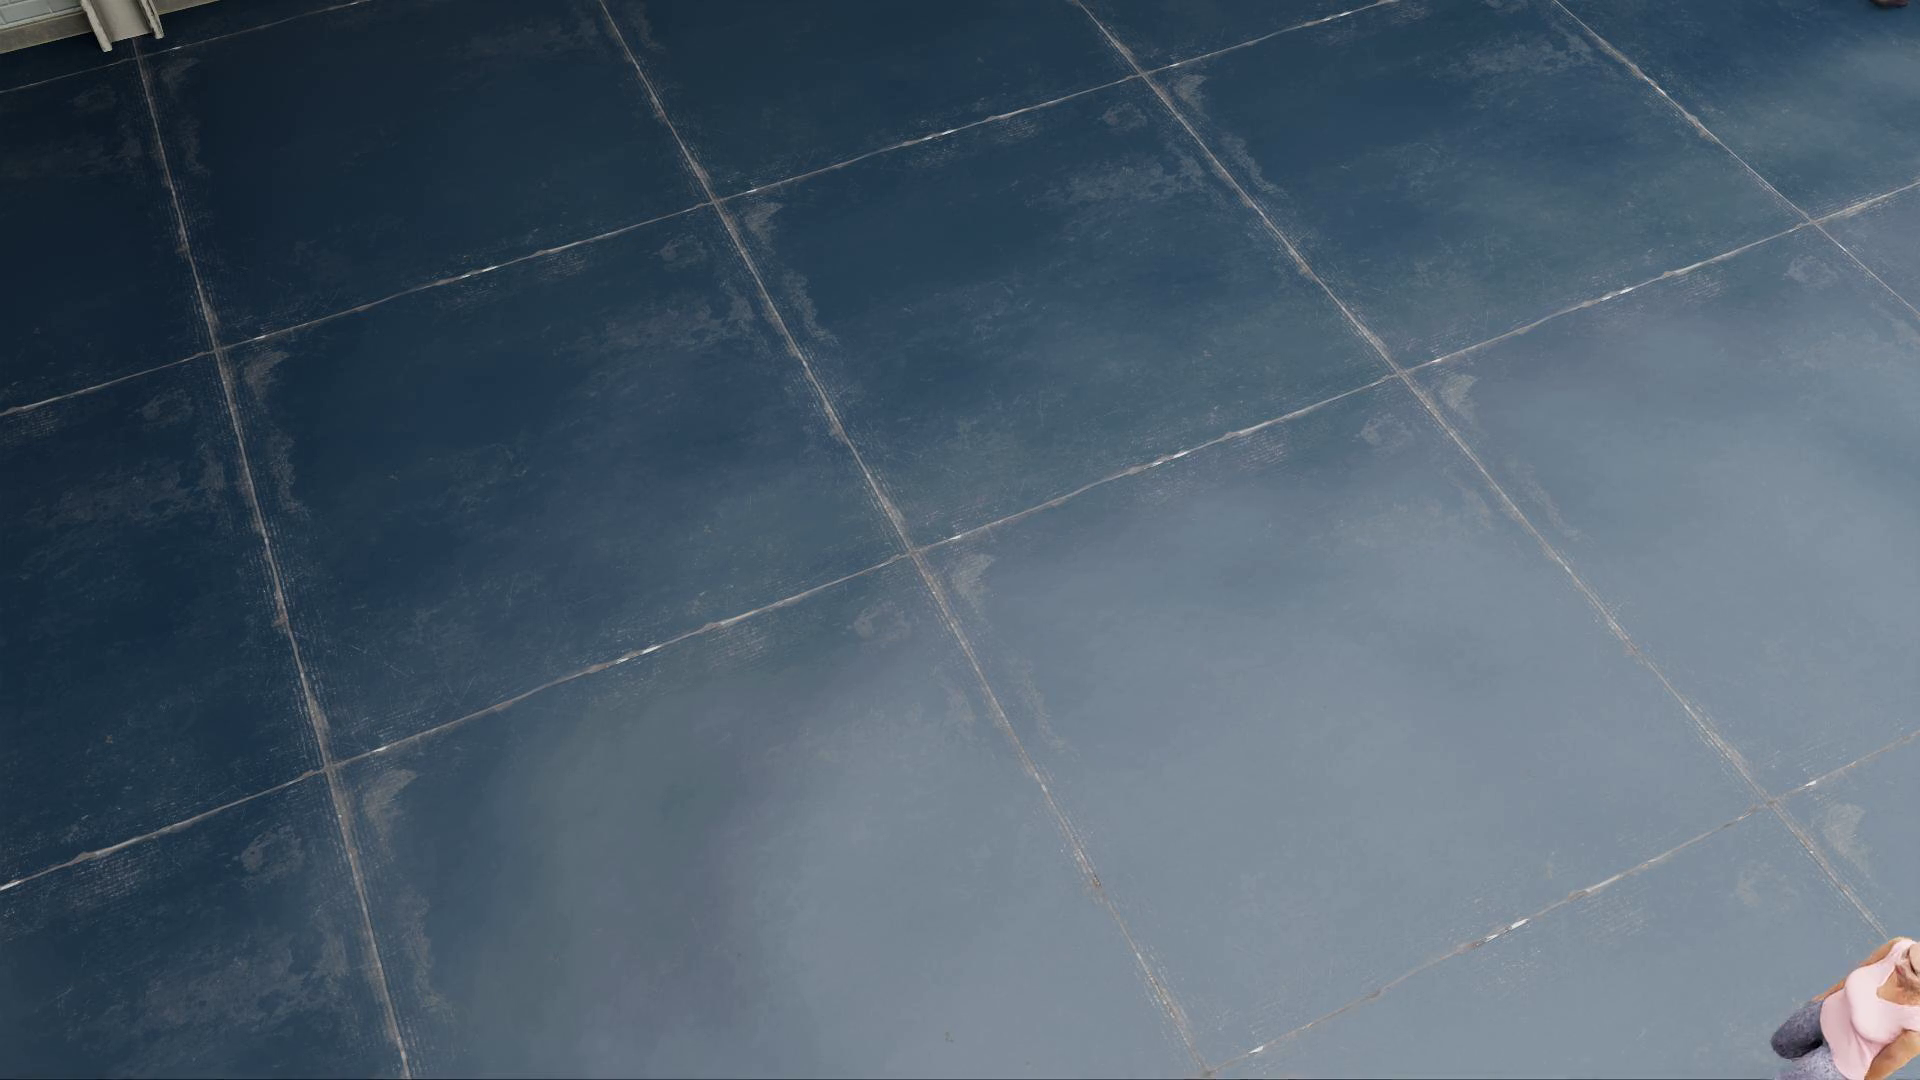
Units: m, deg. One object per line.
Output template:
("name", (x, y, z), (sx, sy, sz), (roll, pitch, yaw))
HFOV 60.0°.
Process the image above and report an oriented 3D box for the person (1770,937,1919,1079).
("person", (3.329, 1.842, 6.106), (0.966, 1.715, 0.836), (7, 53, 6))
